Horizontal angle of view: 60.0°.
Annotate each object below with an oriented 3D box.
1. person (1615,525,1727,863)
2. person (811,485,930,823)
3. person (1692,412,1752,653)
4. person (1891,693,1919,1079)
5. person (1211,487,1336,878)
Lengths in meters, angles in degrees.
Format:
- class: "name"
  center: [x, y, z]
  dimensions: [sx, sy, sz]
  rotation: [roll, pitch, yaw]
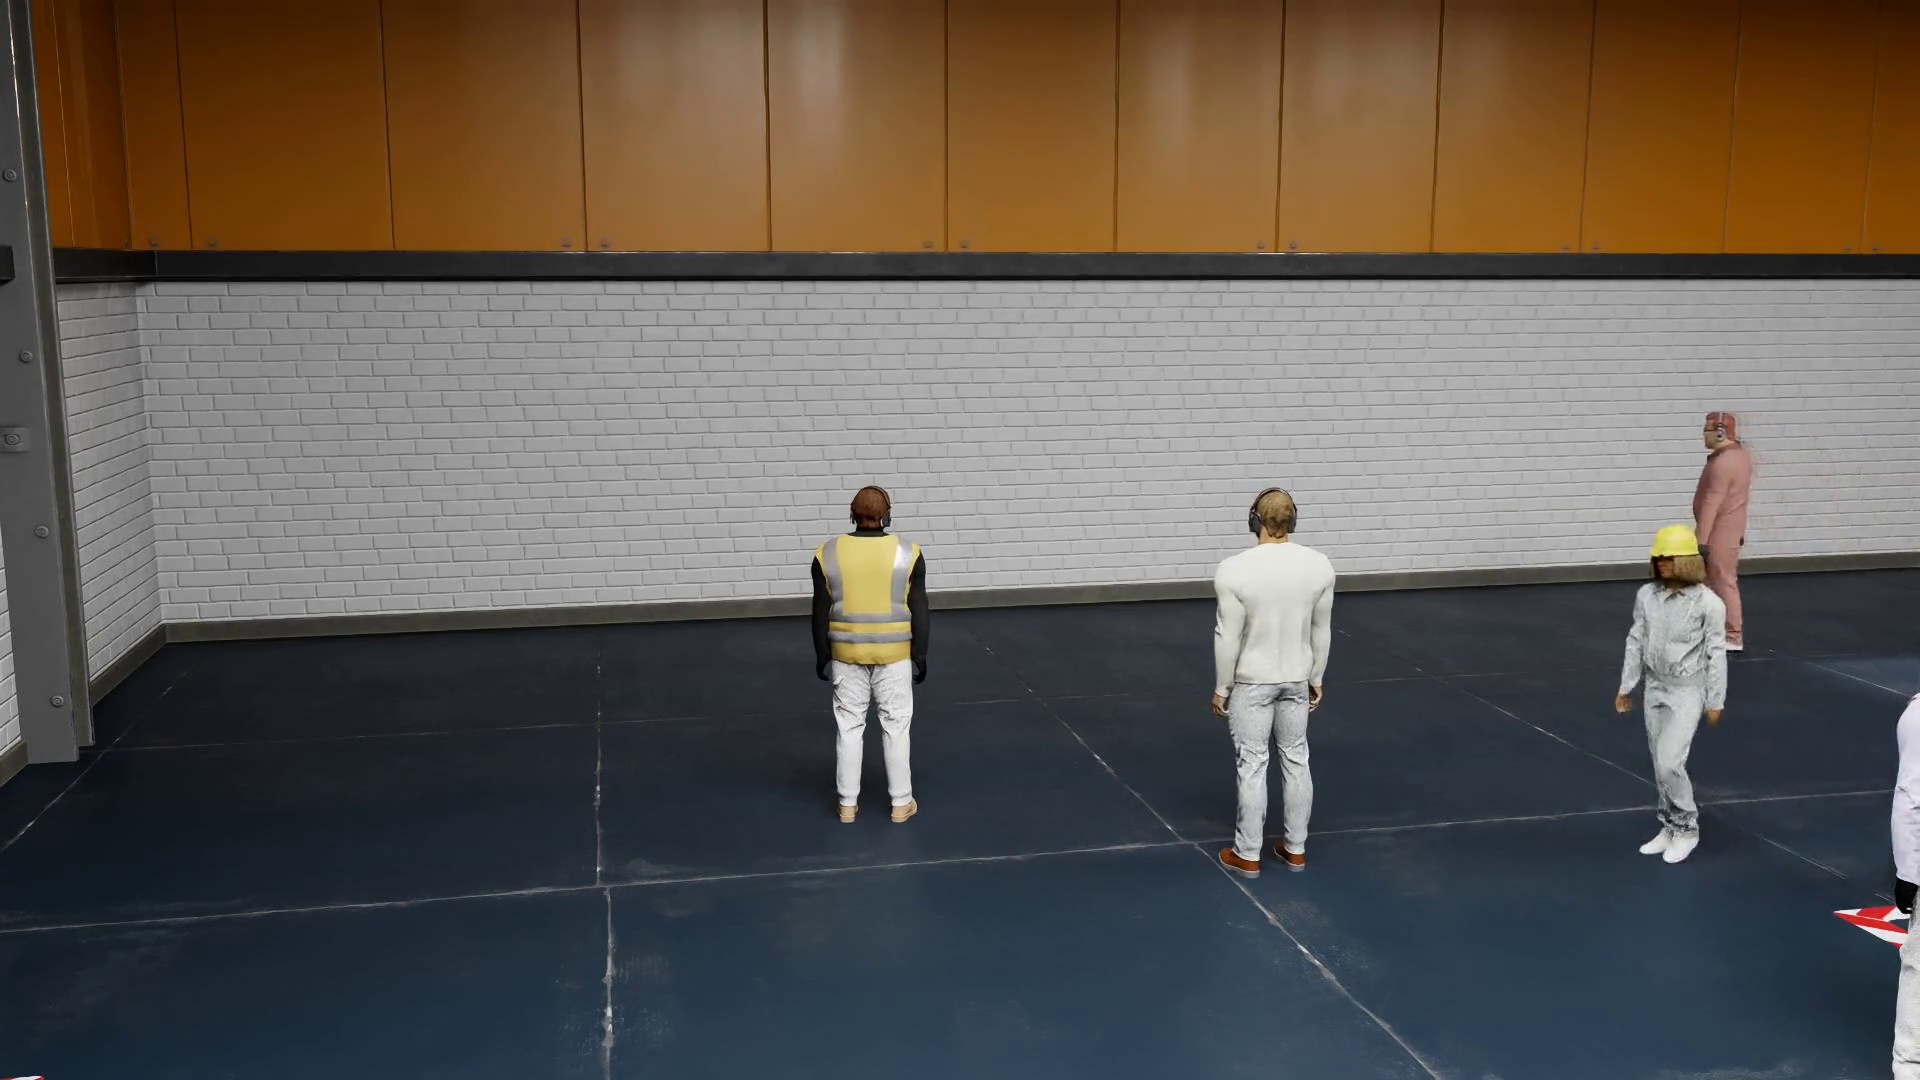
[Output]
- class: "person"
  center: [3.592, 0.778, 8.389]
  dimensions: [0.441, 1.732, 0.491]
  rotation: [-4, 10, -23]
- class: "person"
  center: [-0.478, 0.619, 9.009]
  dimensions: [0.636, 1.842, 0.429]
  rotation: [0, 9, 2]
- class: "person"
  center: [5.850, -0.066, 13.053]
  dimensions: [0.764, 1.877, 0.682]
  rotation: [7, 11, 35]
- class: "person"
  center: [3.535, 1.162, 5.720]
  dimensions: [0.621, 1.839, 0.429]
  rotation: [1, 9, 7]
- class: "person"
  center: [1.526, 0.703, 8.205]
  dimensions: [0.632, 1.940, 0.368]
  rotation: [-3, 10, -17]
